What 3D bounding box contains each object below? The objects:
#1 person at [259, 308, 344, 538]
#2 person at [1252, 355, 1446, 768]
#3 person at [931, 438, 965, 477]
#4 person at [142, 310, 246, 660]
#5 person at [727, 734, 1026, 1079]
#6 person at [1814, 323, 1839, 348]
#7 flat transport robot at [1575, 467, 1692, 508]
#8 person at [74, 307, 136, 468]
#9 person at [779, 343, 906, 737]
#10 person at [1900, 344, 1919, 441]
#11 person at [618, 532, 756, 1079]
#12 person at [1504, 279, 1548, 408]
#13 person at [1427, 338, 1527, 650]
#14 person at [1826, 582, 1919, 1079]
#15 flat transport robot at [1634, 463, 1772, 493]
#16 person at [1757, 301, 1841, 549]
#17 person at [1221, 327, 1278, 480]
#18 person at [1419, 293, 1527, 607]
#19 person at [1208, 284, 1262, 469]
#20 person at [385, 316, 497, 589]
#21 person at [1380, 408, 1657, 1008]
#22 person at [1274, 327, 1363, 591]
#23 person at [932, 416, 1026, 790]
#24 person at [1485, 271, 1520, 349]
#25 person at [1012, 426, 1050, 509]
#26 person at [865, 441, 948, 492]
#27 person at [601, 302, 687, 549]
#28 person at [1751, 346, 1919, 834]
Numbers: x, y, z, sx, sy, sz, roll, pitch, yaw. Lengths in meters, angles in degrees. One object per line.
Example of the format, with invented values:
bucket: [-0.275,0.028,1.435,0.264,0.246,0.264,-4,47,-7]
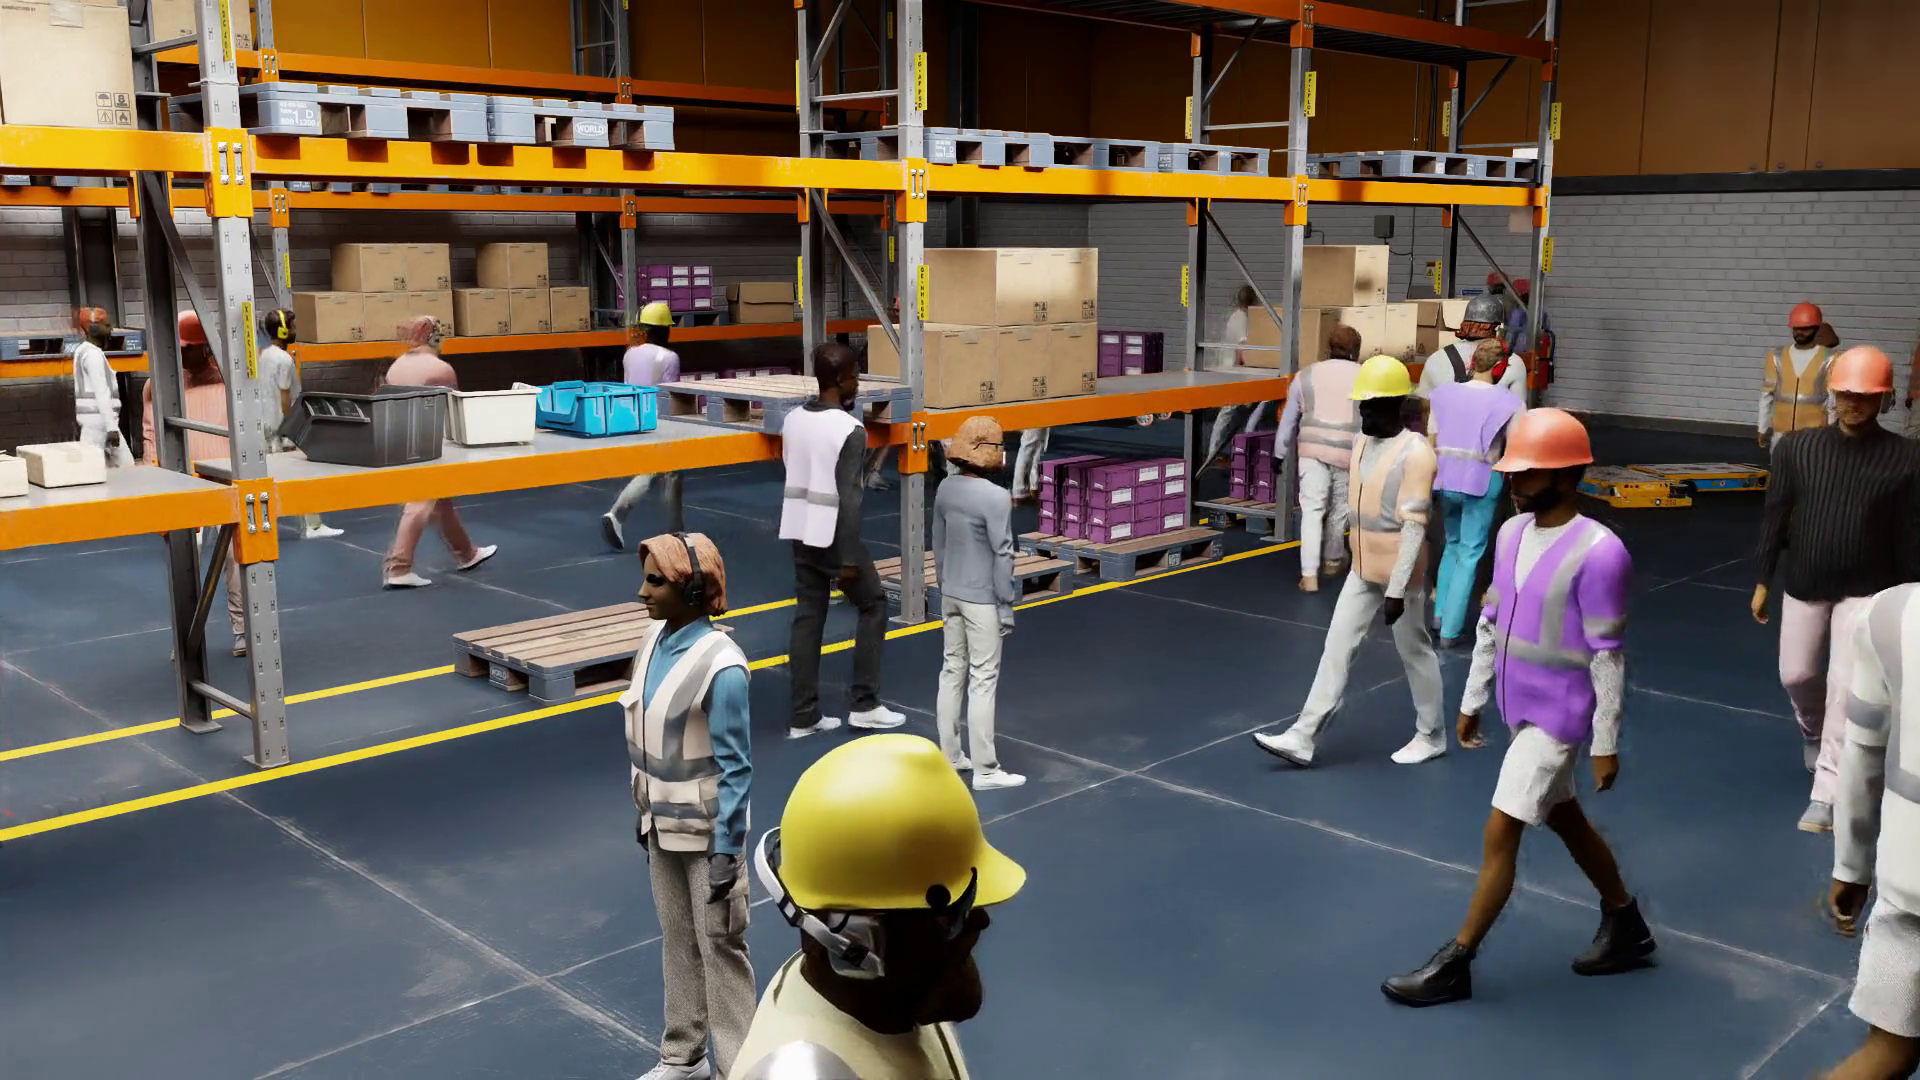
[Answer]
person: [-5.363,-0.888,13.039,0.841,1.847,0.521,-9,14,-41]
person: [1.830,0.125,7.407,0.990,1.870,0.616,-4,11,-21]
person: [0.059,-0.806,12.902,0.720,1.712,0.501,-10,14,-42]
person: [-4.288,-0.305,9.448,0.623,1.986,0.397,-3,11,-17]
person: [-0.105,1.126,2.071,0.404,1.833,0.591,1,10,3]
person: [7.833,-1.156,15.126,0.349,1.611,0.509,8,13,37]
flat transport robot: [5.988,-0.501,15.205,0.652,0.197,1.431,-2,11,-9]
person: [-7.012,-0.956,13.443,0.983,1.847,0.585,-5,12,-26]
person: [-0.570,0.004,8.039,0.596,1.896,0.688,10,14,44]
person: [9.588,-1.375,16.328,0.842,1.592,0.547,2,11,11]
person: [-0.720,0.783,4.466,0.309,1.641,0.513,-8,13,-37]
person: [6.743,-2.187,20.014,0.552,1.873,0.956,-8,13,-36]
person: [2.990,-0.265,9.692,0.595,1.814,0.541,10,14,43]
person: [2.118,0.763,3.585,0.877,2.018,0.615,-6,12,-30]
flat transport robot: [6.967,-0.579,15.632,1.431,0.197,0.652,-2,11,-8]
person: [6.578,-0.917,13.032,0.555,1.911,0.897,9,13,39]
person: [2.880,-1.422,16.299,0.947,1.701,0.557,-8,13,-36]
person: [3.377,-0.595,10.887,0.688,2.000,0.536,7,13,35]
person: [2.992,-1.659,17.086,0.959,1.893,0.659,1,10,5]
person: [-3.637,-0.621,11.556,0.660,1.852,1.010,9,14,41]
person: [1.850,0.519,5.250,1.006,1.889,0.564,-2,11,-13]
person: [2.523,-0.563,11.431,0.741,1.782,0.970,4,11,19]
person: [0.069,0.270,7.284,0.287,1.631,0.501,-8,13,-36]
person: [6.848,-2.436,21.140,0.622,1.966,0.934,-2,11,-13]
person: [0.731,-1.241,14.751,0.753,1.910,0.636,-6,12,-31]
person: [-0.476,-1.389,15.652,0.984,1.896,0.564,-7,12,-33]
person: [-2.382,-0.864,12.737,0.590,1.905,0.781,8,13,38]
person: [3.671,0.167,6.940,0.622,1.970,0.868,8,13,38]
